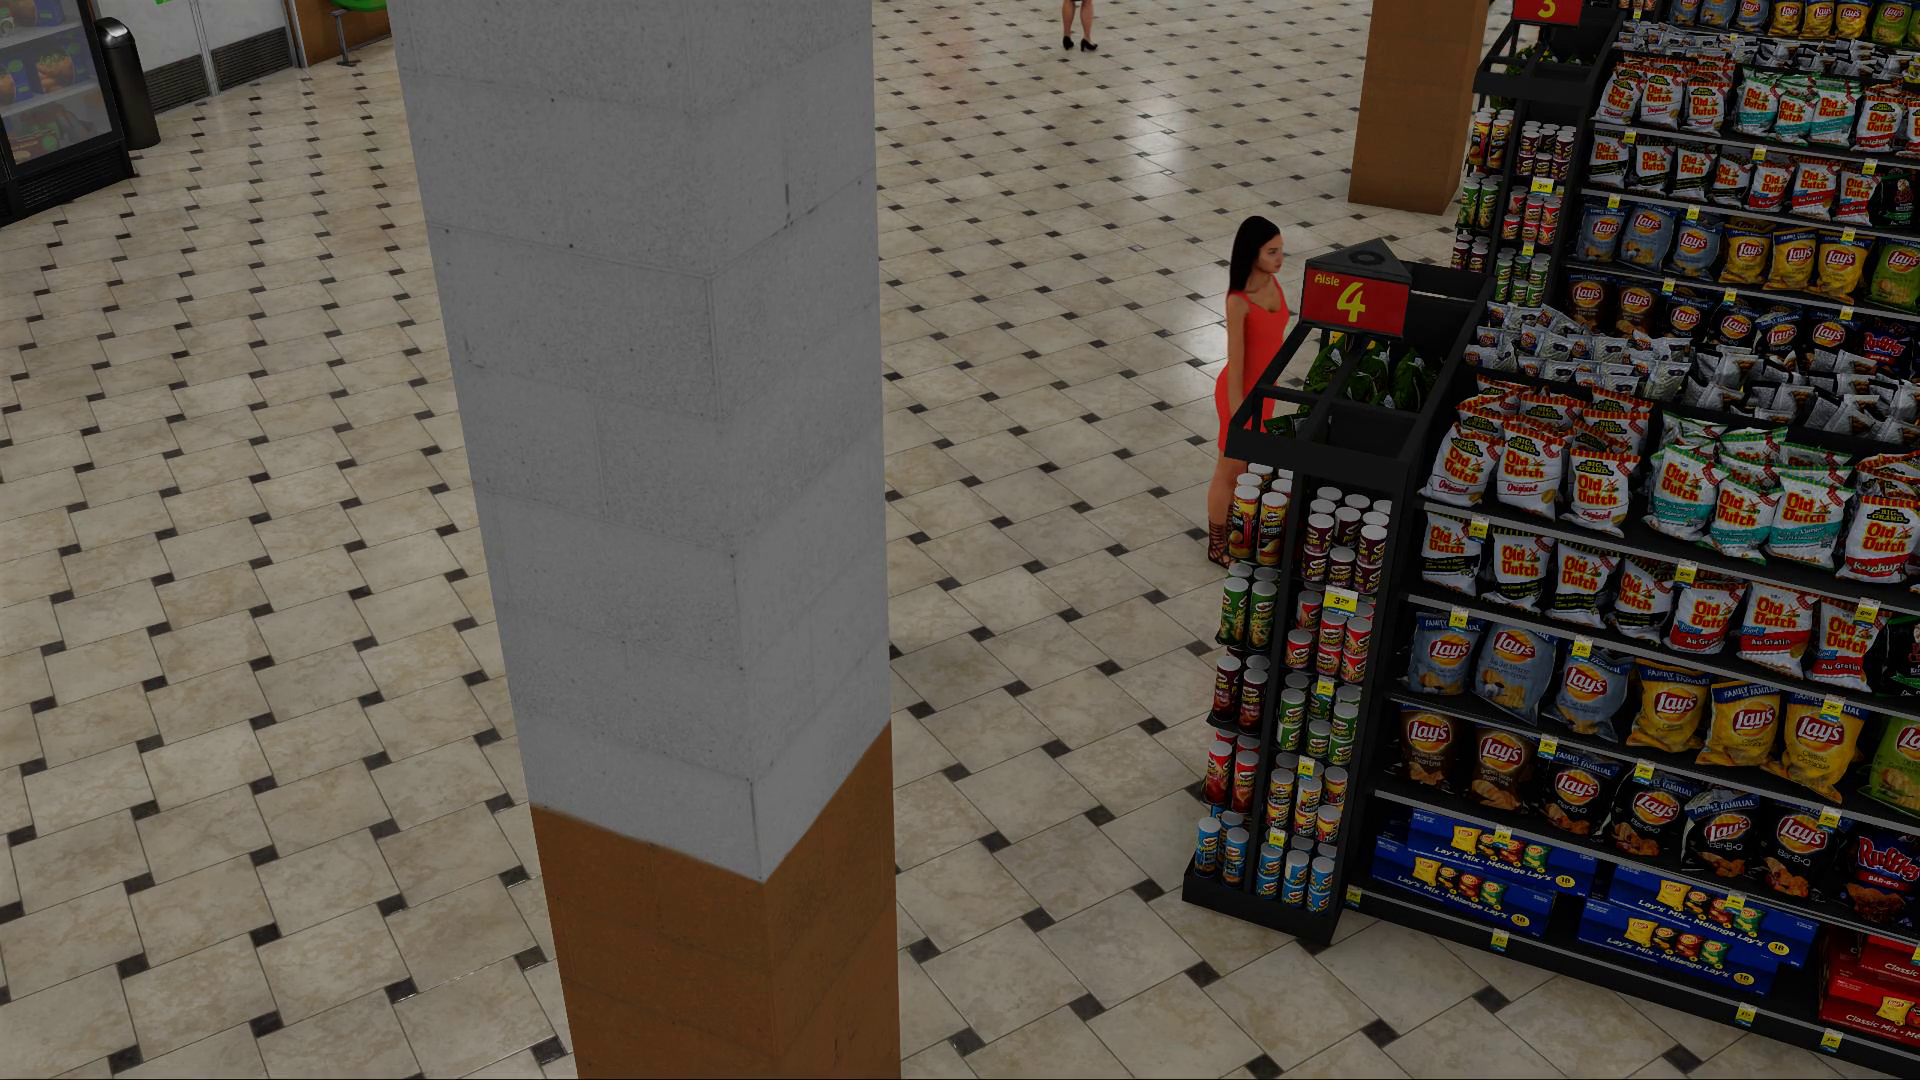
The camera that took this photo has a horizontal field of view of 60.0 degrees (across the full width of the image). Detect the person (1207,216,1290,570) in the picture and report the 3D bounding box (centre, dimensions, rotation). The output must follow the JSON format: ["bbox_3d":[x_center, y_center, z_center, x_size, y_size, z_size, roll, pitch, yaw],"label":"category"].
[{"bbox_3d":[1.330,-0.677,7.755,0.537,1.719,0.594,16,35,24],"label":"person"}]

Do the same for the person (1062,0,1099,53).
[{"bbox_3d":[1.108,-5.365,15.336,0.550,1.671,0.754,15,35,23],"label":"person"}]

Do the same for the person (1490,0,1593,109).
[{"bbox_3d":[4.510,-3.731,12.764,0.965,1.613,1.125,-18,36,-26],"label":"person"}]
